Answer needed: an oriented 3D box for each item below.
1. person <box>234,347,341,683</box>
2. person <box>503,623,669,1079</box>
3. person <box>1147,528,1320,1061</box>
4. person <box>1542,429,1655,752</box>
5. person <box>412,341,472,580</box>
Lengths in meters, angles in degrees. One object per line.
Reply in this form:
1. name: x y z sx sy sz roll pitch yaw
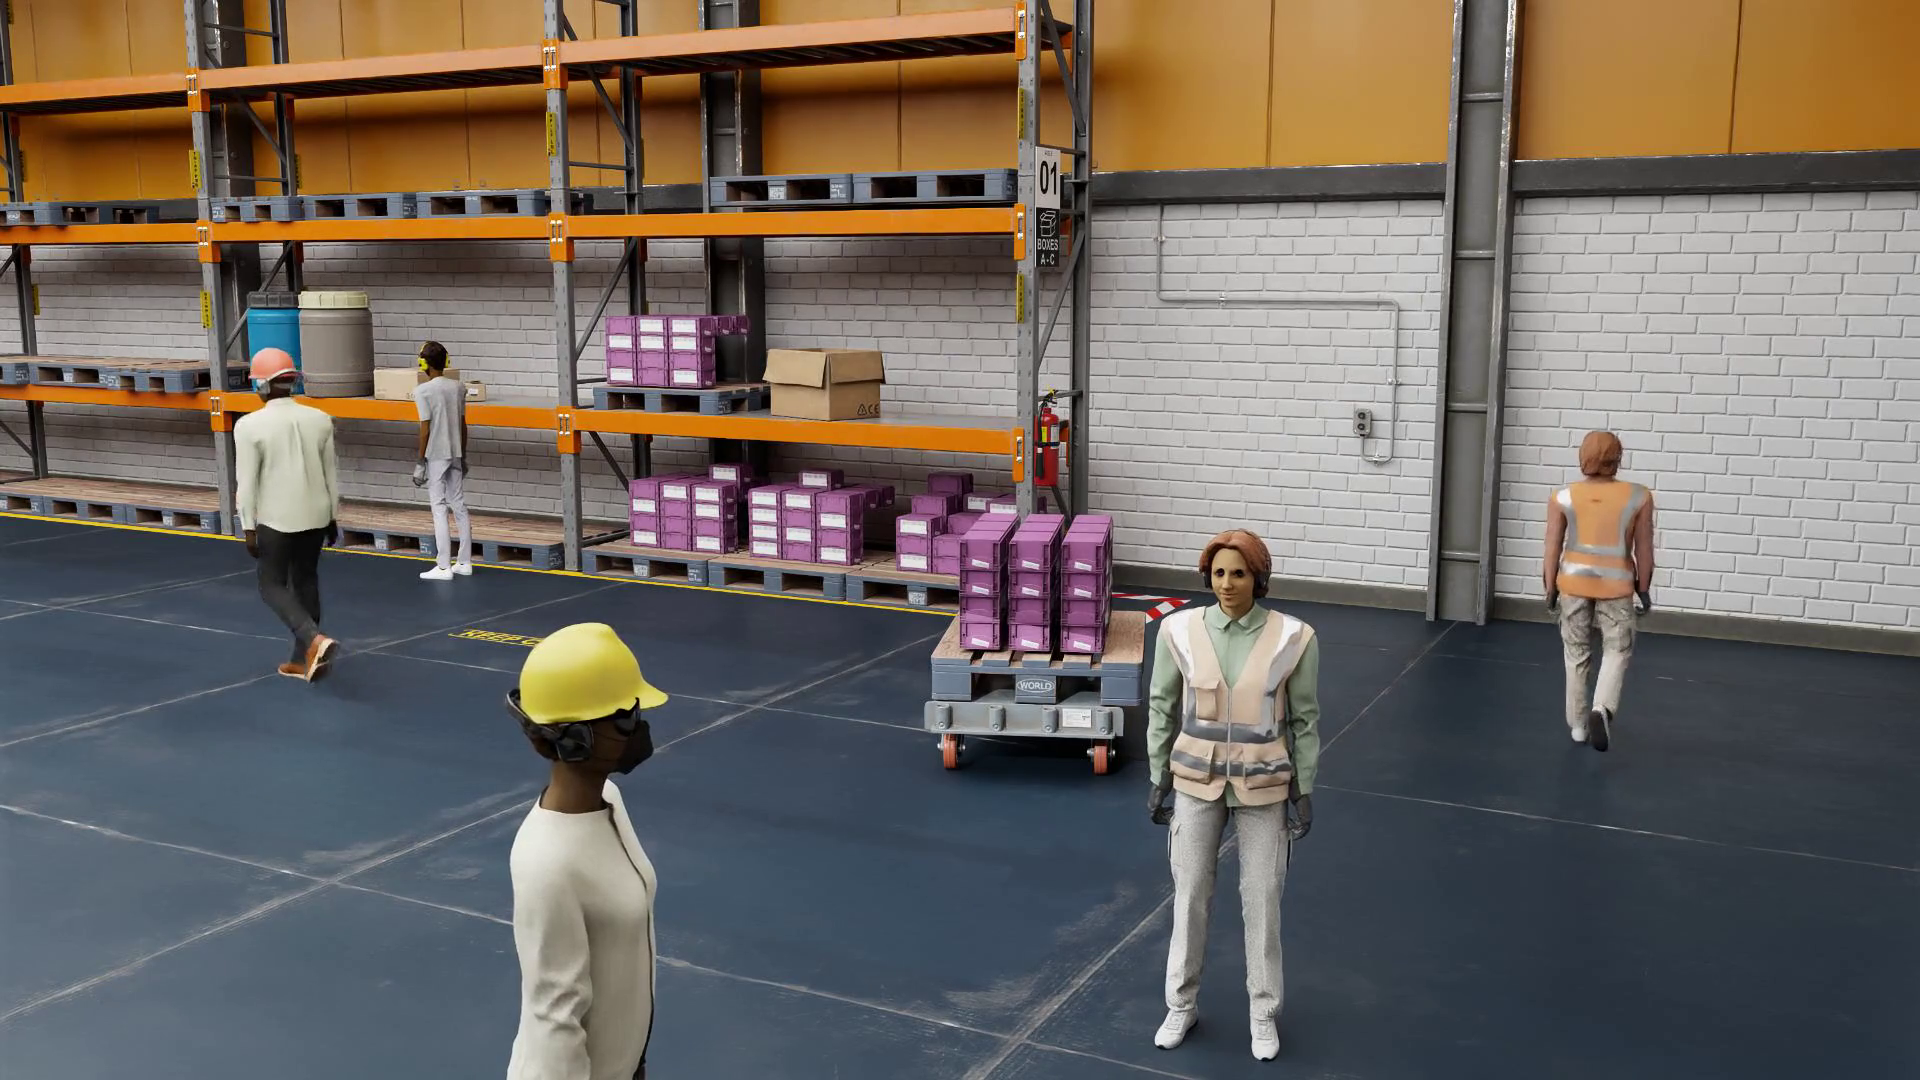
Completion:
1. person: -3.819 -0.118 9.600 0.675 1.977 0.628 7 12 37
2. person: -0.688 1.028 3.147 0.308 1.772 0.526 -1 9 -3
3. person: 0.832 0.774 5.107 0.524 1.639 0.306 3 10 15
4. person: 3.170 0.262 8.294 0.527 1.622 0.549 4 10 25
5. person: -4.058 -0.618 13.008 0.327 1.865 0.517 5 11 30
